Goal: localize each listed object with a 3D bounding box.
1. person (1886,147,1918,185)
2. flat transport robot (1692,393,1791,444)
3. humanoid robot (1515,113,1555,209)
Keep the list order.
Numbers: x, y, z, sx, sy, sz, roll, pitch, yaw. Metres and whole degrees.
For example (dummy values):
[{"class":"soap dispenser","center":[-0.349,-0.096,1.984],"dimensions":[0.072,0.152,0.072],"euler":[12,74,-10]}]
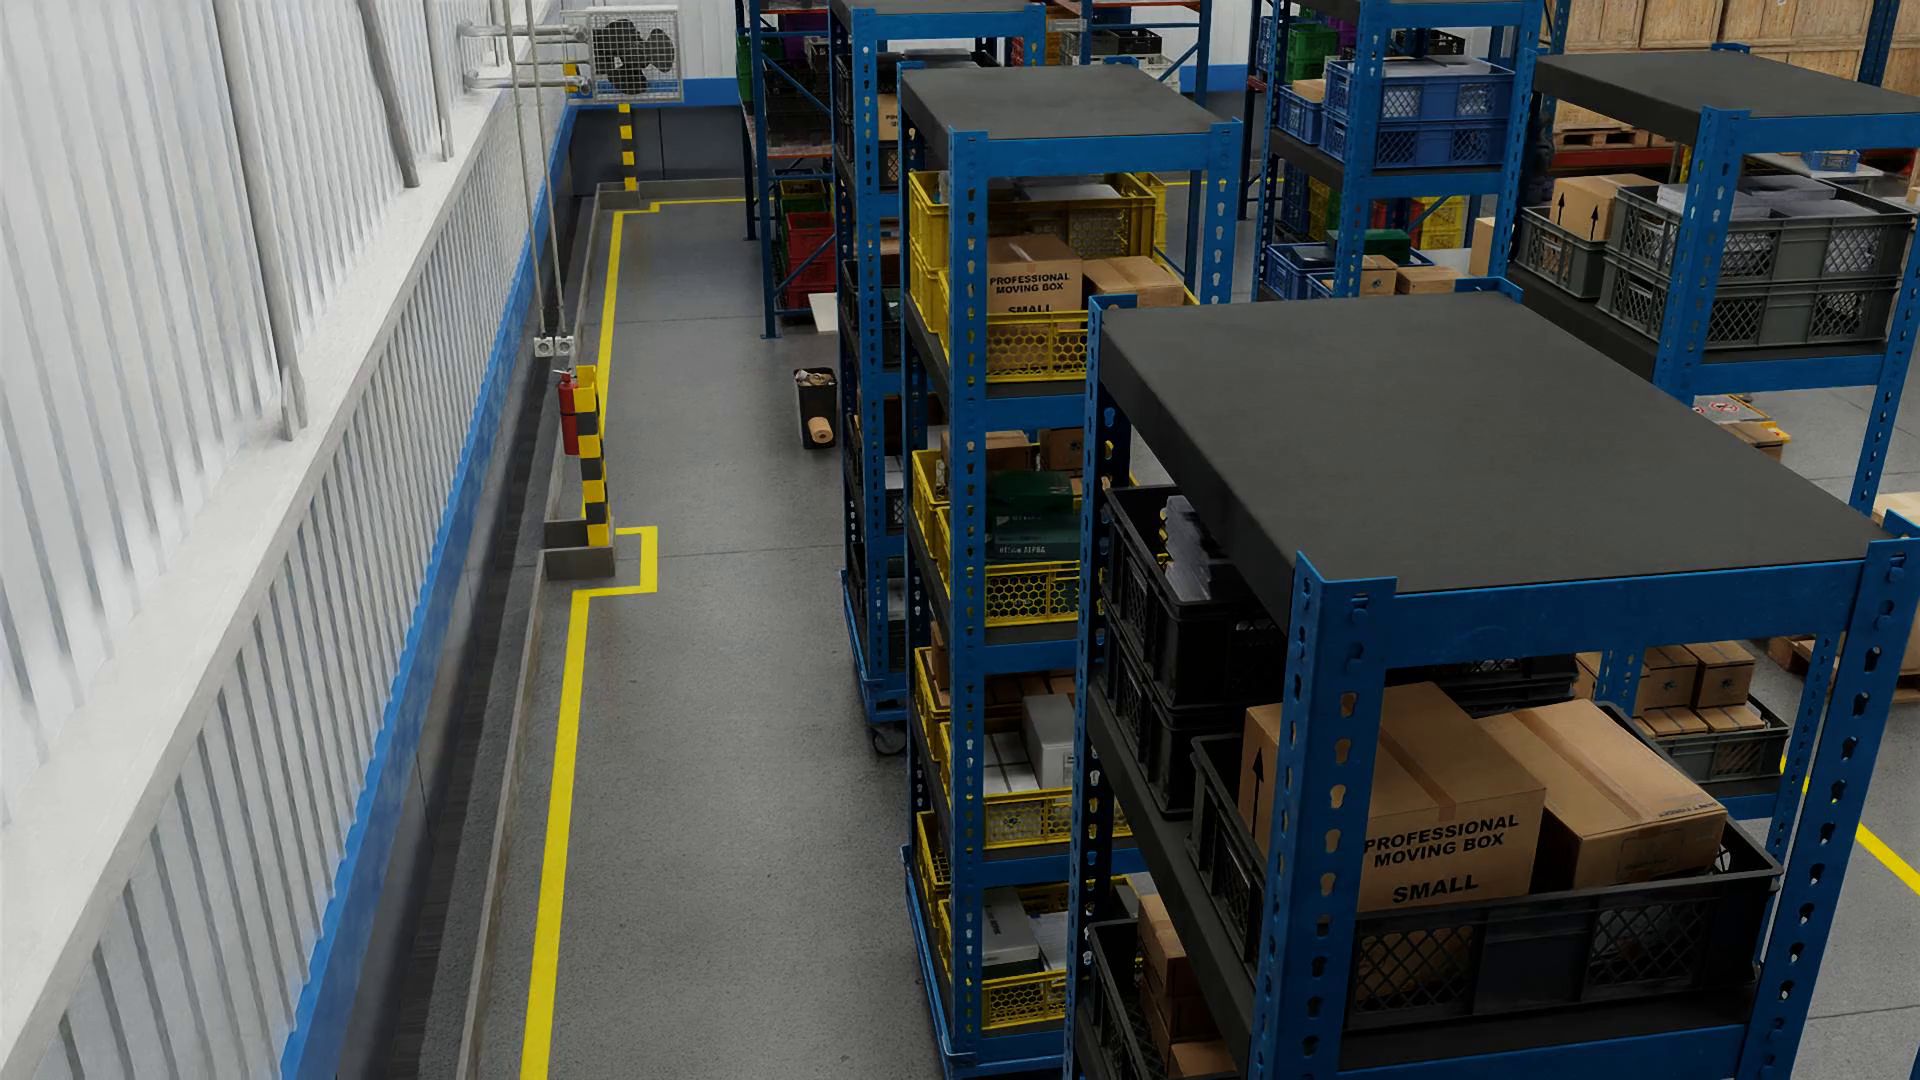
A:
[{"class":"person","center":[11.238,-5.007,19.187],"dimensions":[0.644,1.949,0.810],"euler":[-15,29,-29]},{"class":"flat transport robot","center":[5.224,-0.859,12.132],"dimensions":[1.431,0.197,0.652],"euler":[-4,25,-8]},{"class":"humanoid robot","center":[5.369,-3.186,15.573],"dimensions":[0.390,1.627,0.706],"euler":[2,25,5]}]
